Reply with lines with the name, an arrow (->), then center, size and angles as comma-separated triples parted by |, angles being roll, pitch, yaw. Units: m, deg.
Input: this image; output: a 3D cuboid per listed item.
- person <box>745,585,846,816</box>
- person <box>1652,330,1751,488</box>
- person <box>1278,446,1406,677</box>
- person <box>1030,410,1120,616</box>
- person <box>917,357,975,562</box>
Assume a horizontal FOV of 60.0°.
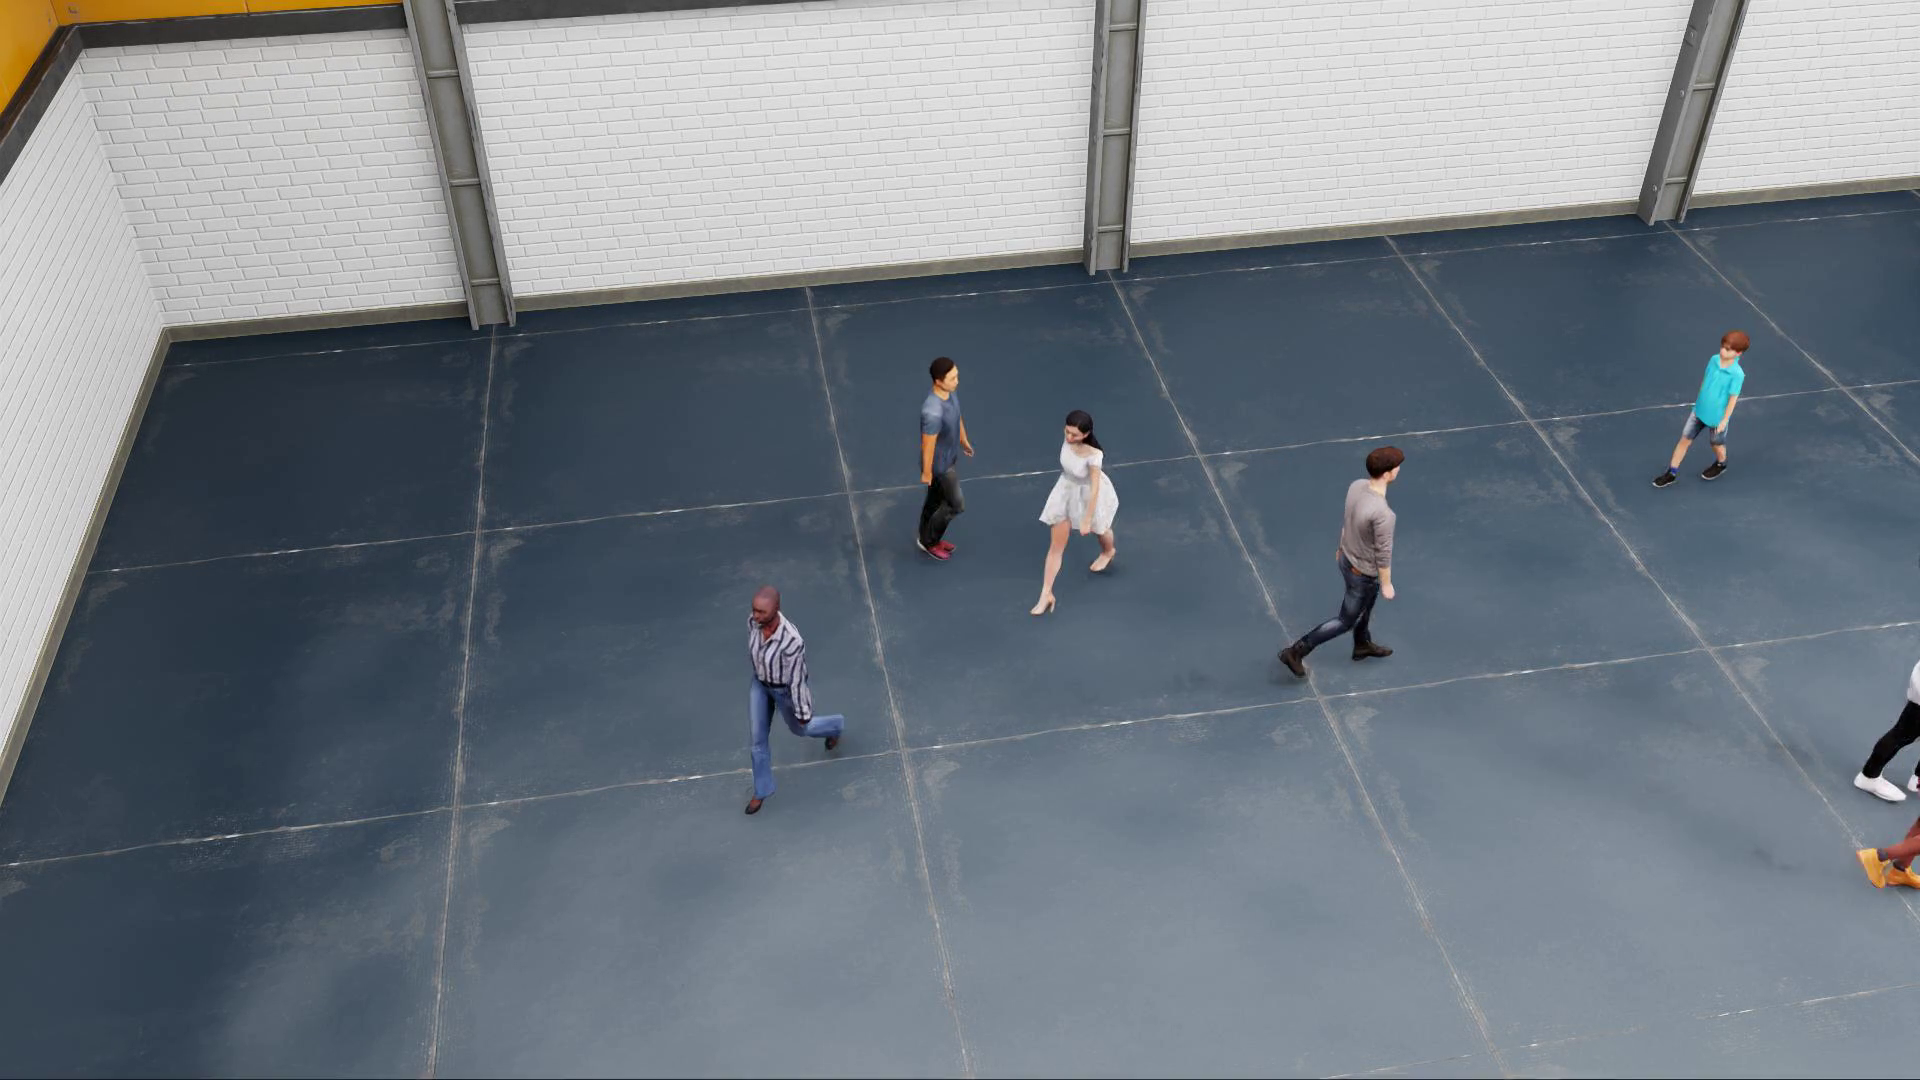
person -> -1.084, 0.942, 10.663 | 1.107, 1.759, 1.183 | 24, 45, 27
person -> 6.138, -1.055, 13.436 | 0.992, 1.419, 0.702 | -17, 42, -20
person -> 2.687, 0.207, 11.491 | 1.158, 1.874, 0.727 | -4, 39, -5
person -> 0.950, -0.290, 12.255 | 1.266, 1.699, 1.029 | -25, 45, -28
person -> -0.237, -0.630, 12.605 | 0.749, 1.793, 0.739 | 7, 39, 9
